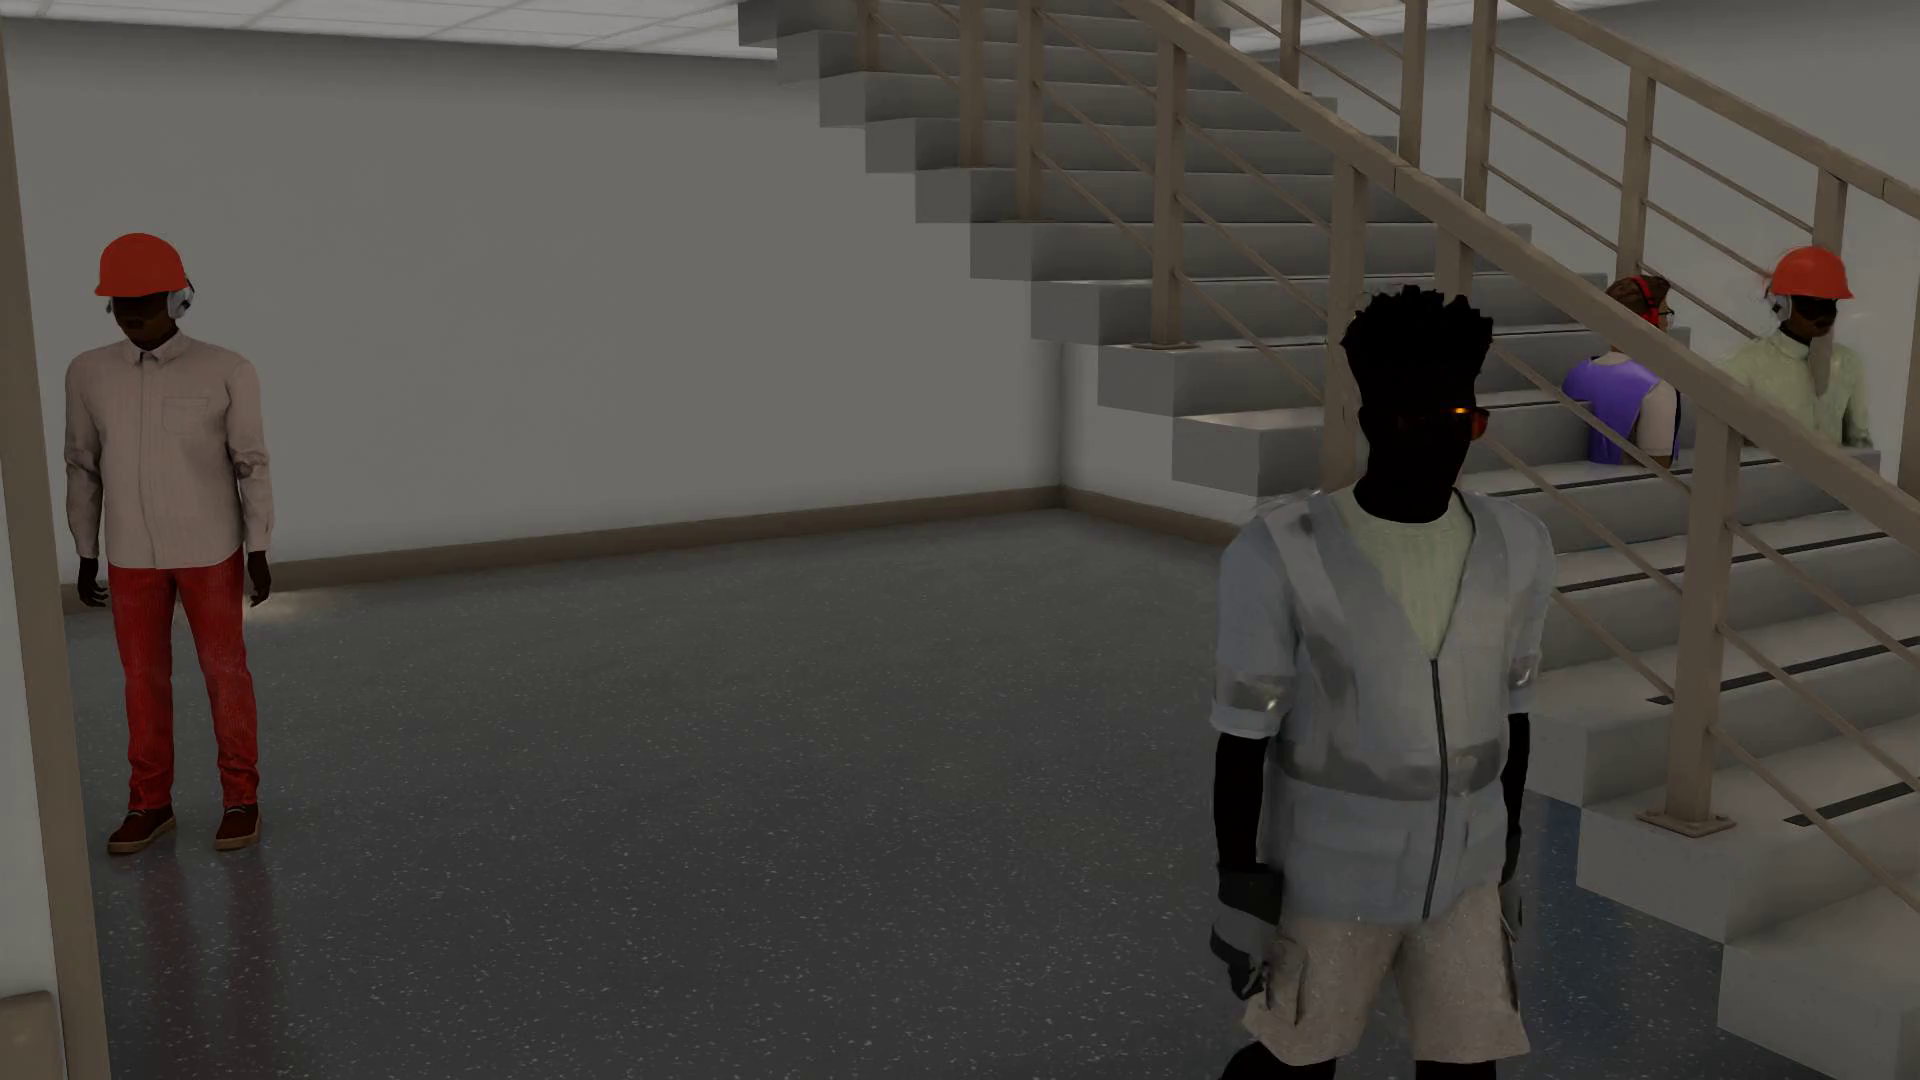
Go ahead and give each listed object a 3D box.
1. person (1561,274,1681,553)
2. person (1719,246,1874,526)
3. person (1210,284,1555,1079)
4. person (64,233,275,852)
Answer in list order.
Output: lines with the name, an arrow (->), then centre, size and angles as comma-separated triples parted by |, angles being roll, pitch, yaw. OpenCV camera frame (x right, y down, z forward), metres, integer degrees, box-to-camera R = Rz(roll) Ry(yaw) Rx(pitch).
person -> 2.286, 0.005, 5.826 | 0.390, 1.850, 0.563 | -3, 11, -14
person -> 3.054, -0.116, 6.218 | 0.624, 1.952, 1.005 | -4, 11, -18
person -> 0.691, 0.522, 2.902 | 0.614, 1.939, 0.888 | -3, 11, -13
person -> -2.528, 0.028, 5.325 | 0.623, 1.989, 0.400 | -1, 11, -5
